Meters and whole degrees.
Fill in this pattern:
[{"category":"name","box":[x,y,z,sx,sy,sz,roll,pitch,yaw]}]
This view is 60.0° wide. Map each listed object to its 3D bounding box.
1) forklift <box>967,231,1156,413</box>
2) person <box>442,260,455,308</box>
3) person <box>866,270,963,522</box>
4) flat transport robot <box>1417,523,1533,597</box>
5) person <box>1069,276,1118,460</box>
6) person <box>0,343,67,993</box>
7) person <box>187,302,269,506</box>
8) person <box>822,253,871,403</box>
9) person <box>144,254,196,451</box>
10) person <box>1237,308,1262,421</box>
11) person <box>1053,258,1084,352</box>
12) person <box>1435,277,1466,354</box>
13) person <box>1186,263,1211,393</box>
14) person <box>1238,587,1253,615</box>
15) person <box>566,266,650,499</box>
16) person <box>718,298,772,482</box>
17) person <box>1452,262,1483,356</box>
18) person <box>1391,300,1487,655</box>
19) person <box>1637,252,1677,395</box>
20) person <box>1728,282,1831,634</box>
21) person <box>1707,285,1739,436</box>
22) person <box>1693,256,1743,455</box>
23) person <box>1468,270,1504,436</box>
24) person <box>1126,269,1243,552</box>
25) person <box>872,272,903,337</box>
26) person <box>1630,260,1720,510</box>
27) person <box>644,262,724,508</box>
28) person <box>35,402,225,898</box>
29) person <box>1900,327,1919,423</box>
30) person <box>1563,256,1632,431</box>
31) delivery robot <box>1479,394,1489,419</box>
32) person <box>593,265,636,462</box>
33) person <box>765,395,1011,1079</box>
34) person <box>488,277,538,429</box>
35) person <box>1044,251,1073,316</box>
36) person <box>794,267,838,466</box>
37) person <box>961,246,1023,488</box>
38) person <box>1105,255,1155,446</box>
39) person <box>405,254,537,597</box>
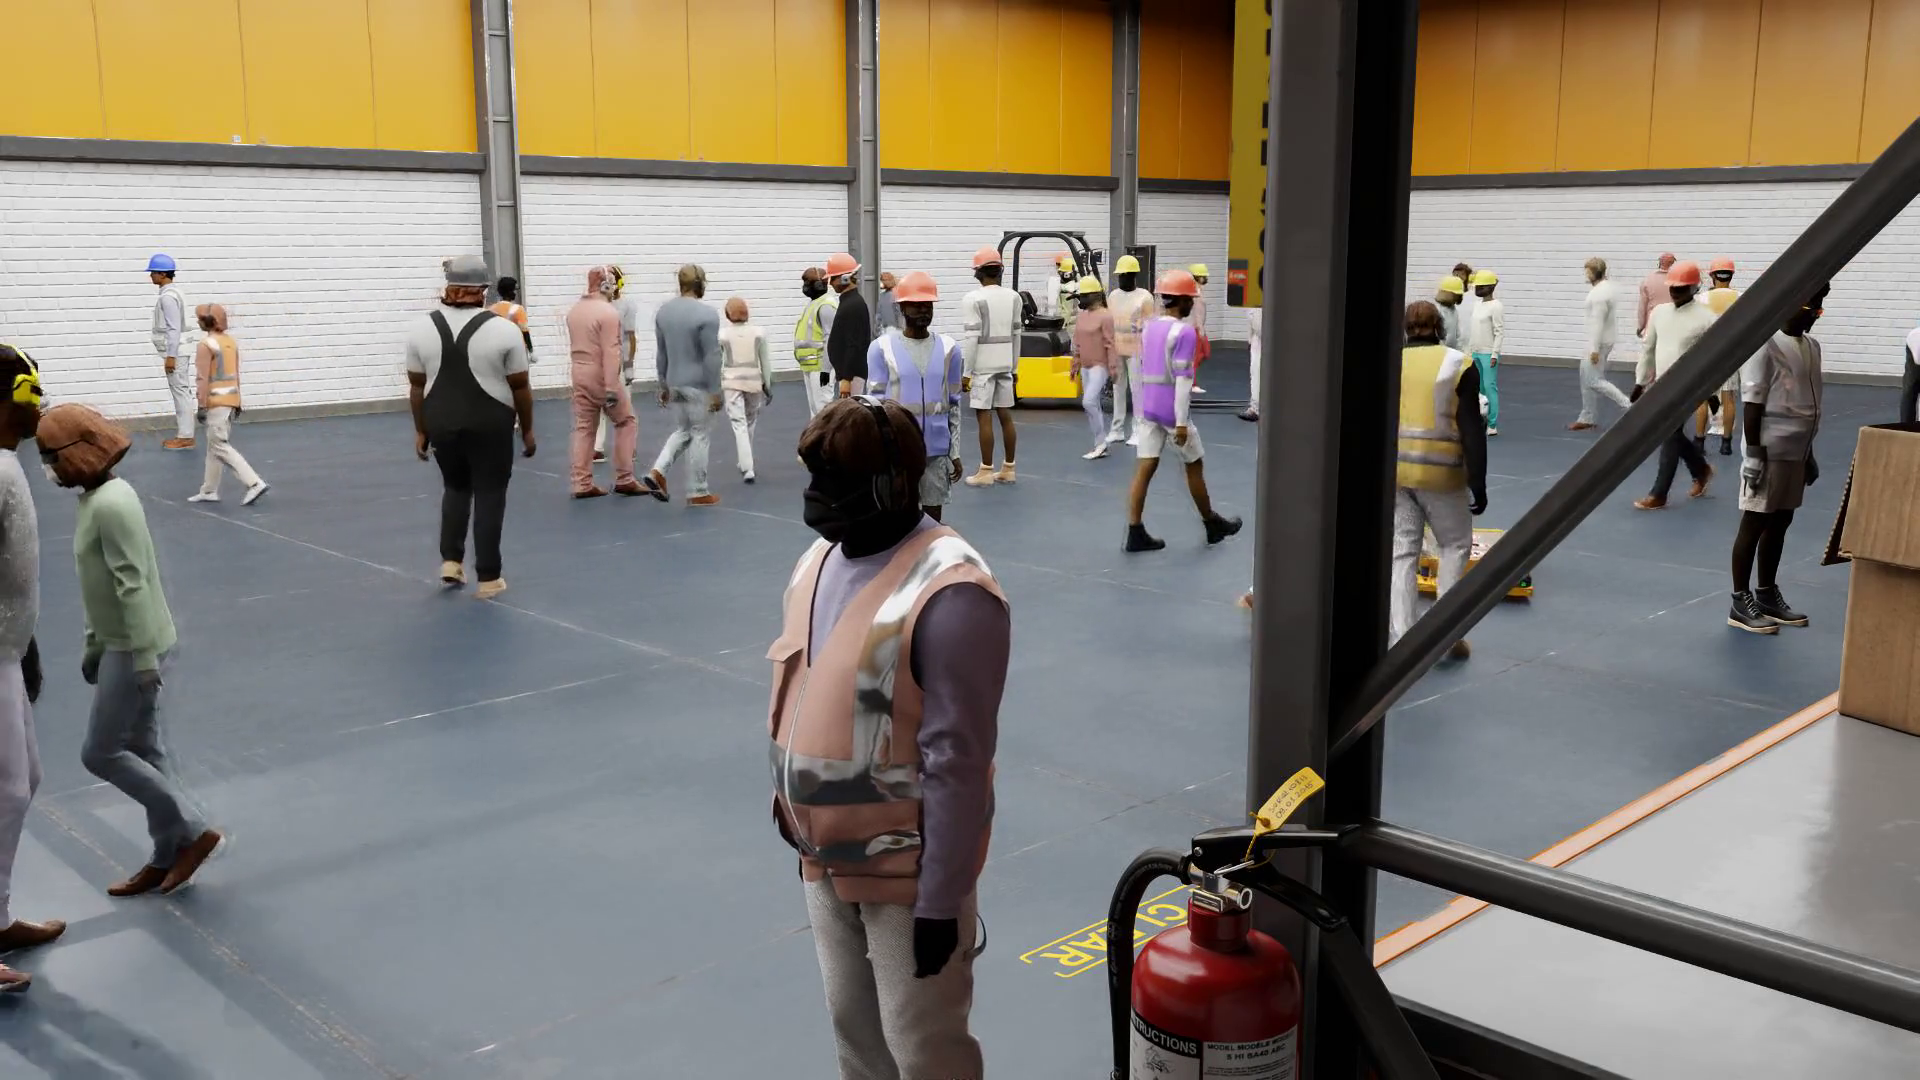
[{"category":"forklift","box":[1.222,-2.721,20.561,2.313,2.155,1.214,2,11,13]},{"category":"person","box":[-5.990,-2.443,20.005,0.372,1.840,0.570,-5,11,-25]},{"category":"person","box":[-0.239,-0.508,9.185,0.546,1.942,0.352,-3,11,-18]},{"category":"flat transport robot","box":[3.166,0.110,10.375,0.652,0.197,1.431,2,11,13]},{"category":"person","box":[1.247,-1.624,15.776,0.465,1.746,0.557,-7,12,-32]},{"category":"person","box":[-2.785,0.357,4.785,0.455,1.829,0.643,-6,12,-29]},{"category":"person","box":[-5.851,-1.074,13.176,0.730,1.616,0.530,1,10,4]},{"category":"person","box":[-0.927,-1.364,13.732,0.391,1.986,0.609,0,10,-2]},{"category":"person","box":[-7.847,-1.868,16.578,0.395,1.949,0.602,-4,11,-20]},{"category":"person","box":[3.546,-2.284,19.076,0.782,1.852,0.930,9,14,42]},{"category":"person","box":[1.417,-2.776,21.841,0.404,1.836,0.590,4,11,21]},{"category":"person","box":[4.951,-1.837,17.072,0.452,1.706,0.523,10,14,43]},{"category":"person","box":[3.233,-2.854,22.496,0.363,1.755,0.530,3,11,14]},{"category":"person","box":[1.821,-0.418,8.891,0.553,1.874,0.607,4,11,19]},{"category":"person","box":[-2.868,-1.280,13.565,0.675,1.878,0.732,9,14,41]},{"category":"person","box":[-1.913,-1.315,14.551,0.523,1.588,0.898,-4,11,-21]},{"category":"person","box":[5.659,-2.189,18.653,0.539,1.850,0.810,9,14,39]},{"category":"person","box":[2.347,-0.291,8.366,0.693,1.808,0.550,8,13,37]},{"category":"person","box":[9.302,-2.844,22.018,0.638,1.910,0.407,4,11,20]},{"category":"person","box":[4.444,-0.484,9.006,0.603,1.959,0.374,-7,13,-34]},{"category":"person","box":[8.028,-1.910,17.698,0.656,1.613,0.533,-10,14,-44]},{"category":"person","box":[7.375,-1.790,16.210,0.542,1.930,0.367,2,11,13]},{"category":"person","box":[5.579,-1.991,17.758,0.326,1.765,0.533,-2,11,-12]},{"category":"person","box":[1.512,-0.875,11.309,0.949,1.891,0.574,-6,12,-30]},{"category":"person","box":[-1.088,-3.003,23.710,0.750,1.603,0.523,-7,12,-32]},{"category":"person","box":[5.711,-1.225,13.088,0.939,1.954,0.610,-5,11,-25]},{"category":"person","box":[-2.131,-1.183,12.911,0.629,1.927,0.530,9,13,39]},{"category":"person","box":[-2.685,0.365,5.310,0.362,1.607,0.537,-6,12,-31]},{"category":"person","box":[6.014,-0.658,10.074,0.590,1.916,0.399,7,13,34]},{"category":"person","box":[6.963,-2.087,17.890,0.714,1.911,0.653,5,11,23]},{"category":"delivery robot","box":[5.383,-1.409,17.627,0.477,0.478,0.707,6,12,30]},{"category":"person","box":[-3.281,-1.620,15.486,0.568,1.849,0.689,6,12,30]},{"category":"person","box":[-0.162,0.628,3.301,0.431,1.836,0.621,-7,13,-35]},{"category":"person","box":[-4.917,-2.067,18.420,0.541,1.677,0.650,8,13,36]},{"category":"person","box":[1.314,-2.971,22.690,0.609,1.915,0.540,-7,13,-35]},{"category":"person","box":[-1.322,-1.598,15.406,0.429,1.841,0.634,-4,11,-18]},{"category":"person","box":[0.243,-1.467,14.139,0.611,2.040,0.392,-8,13,-38]},{"category":"person","box":[1.700,-1.927,16.967,0.594,1.927,0.375,9,14,42]},{"category":"person","box":[-2.880,-0.691,9.913,0.698,2.000,0.564,1,10,6]}]
